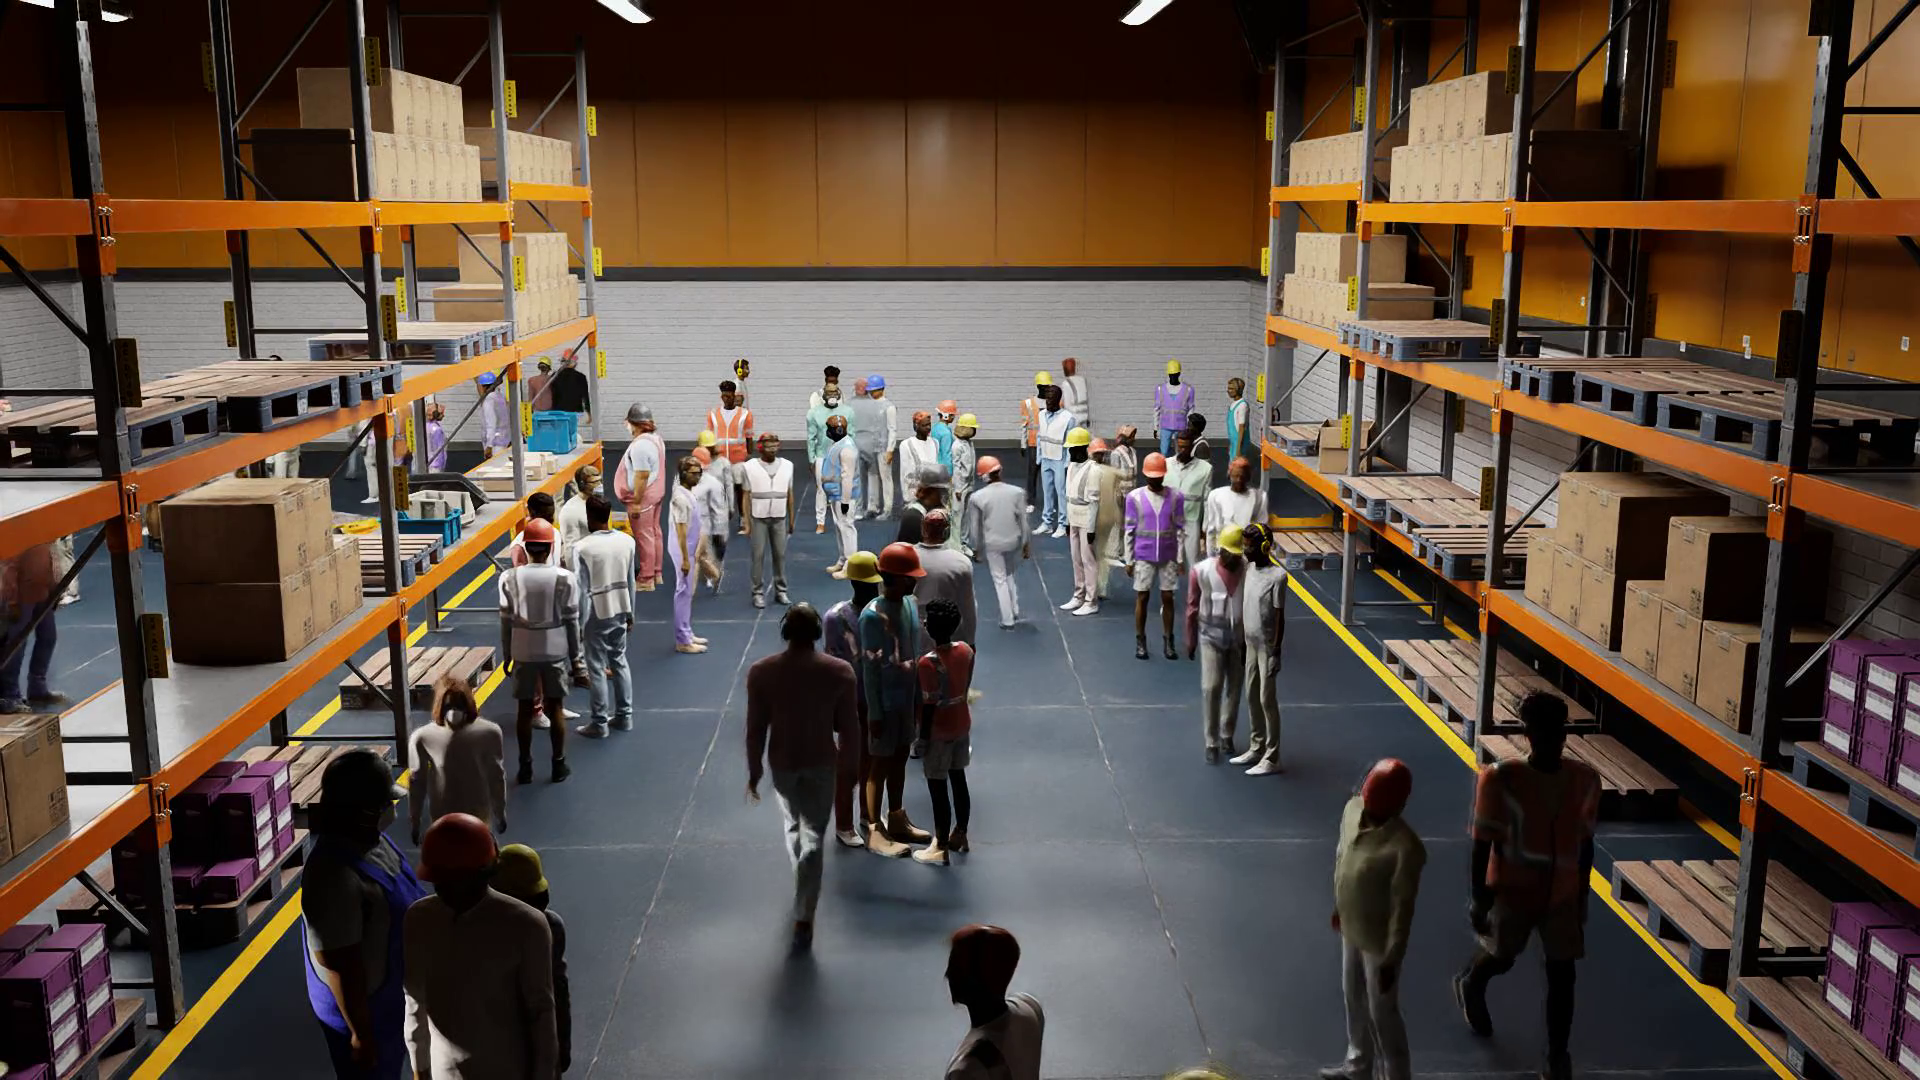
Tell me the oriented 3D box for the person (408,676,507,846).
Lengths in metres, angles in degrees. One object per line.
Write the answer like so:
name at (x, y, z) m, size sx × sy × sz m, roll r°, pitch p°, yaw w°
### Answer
person at (-2.771, 1.503, 9.216) m, size 0.514 × 1.613 × 0.791 m, roll -3°, pitch 12°, yaw -13°

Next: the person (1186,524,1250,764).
person at (2.008, 0.771, 12.358) m, size 0.607 × 1.796 × 0.735 m, roll 0°, pitch 11°, yaw 0°

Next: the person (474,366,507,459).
person at (-7.662, -2.354, 27.434) m, size 0.538 × 2.000 × 0.684 m, roll 3°, pitch 12°, yaw 17°

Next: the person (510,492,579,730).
person at (-3.332, 0.554, 13.199) m, size 0.398 × 1.909 × 0.599 m, roll 3°, pitch 12°, yaw 16°

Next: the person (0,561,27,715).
person at (-7.830, 0.456, 13.535) m, size 0.368 × 1.961 × 0.613 m, roll -1°, pitch 11°, yaw -6°

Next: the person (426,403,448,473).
person at (-6.760, -0.954, 21.450) m, size 0.313 × 1.631 × 0.526 m, roll -8°, pitch 14°, yaw -34°

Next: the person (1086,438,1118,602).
person at (1.417, -0.205, 17.458) m, size 0.568 × 1.724 × 0.427 m, roll -9°, pitch 15°, yaw -39°

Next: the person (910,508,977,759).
person at (-0.178, 0.707, 12.425) m, size 0.655 × 1.906 × 0.407 m, roll 3°, pitch 12°, yaw 16°

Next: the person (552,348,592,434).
person at (-6.090, -2.020, 25.995) m, size 0.633 × 1.956 × 0.994 m, roll 4°, pitch 12°, yaw 20°

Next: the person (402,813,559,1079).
person at (-1.760, 1.934, 6.081) m, size 0.616 × 1.986 × 0.407 m, roll 3°, pitch 12°, yaw 14°

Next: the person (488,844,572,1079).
person at (-1.695, 1.995, 6.410) m, size 0.484 × 1.737 × 0.317 m, roll -11°, pitch 16°, yaw -43°

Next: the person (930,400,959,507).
person at (-0.186, -0.895, 20.877) m, size 0.349 × 1.740 × 0.575 m, roll -3°, pitch 12°, yaw -15°

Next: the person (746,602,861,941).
person at (-0.897, 1.286, 9.575) m, size 0.644 × 1.890 × 1.046 m, roll 0°, pitch 11°, yaw 2°

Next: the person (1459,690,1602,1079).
person at (2.676, 1.612, 7.872) m, size 0.620 × 1.926 × 0.908 m, roll -1°, pitch 11°, yaw -4°

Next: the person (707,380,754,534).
person at (-2.913, -1.046, 21.067) m, size 0.607 × 1.966 × 0.367 m, roll 0°, pitch 11°, yaw 2°

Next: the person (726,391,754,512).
person at (-3.049, -1.216, 22.743) m, size 0.525 × 1.636 × 0.307 m, roll -10°, pitch 15°, yaw -41°

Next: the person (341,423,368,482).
person at (-9.059, -1.728, 25.072) m, size 0.787 × 1.731 × 0.537 m, roll 10°, pitch 15°, yaw 40°

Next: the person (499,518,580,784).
person at (-3.007, 0.797, 11.940) m, size 0.551 × 1.924 × 0.397 m, roll -2°, pitch 11°, yaw -11°

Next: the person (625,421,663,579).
person at (-3.513, -0.521, 18.521) m, size 0.385 × 1.932 × 0.543 m, roll -3°, pitch 12°, yaw -13°

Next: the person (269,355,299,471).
person at (-10.270, -1.835, 25.138) m, size 0.382 × 1.919 × 0.596 m, roll 10°, pitch 15°, yaw 41°

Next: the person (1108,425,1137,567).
person at (1.884, -0.512, 19.233) m, size 0.313 × 1.637 × 0.515 m, roll 7°, pitch 13°, yaw 32°

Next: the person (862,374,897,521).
person at (-1.084, -1.226, 22.019) m, size 0.395 × 1.945 × 0.602 m, roll -10°, pitch 15°, yaw -42°

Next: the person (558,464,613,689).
person at (-3.194, 0.303, 14.371) m, size 0.373 × 1.940 × 0.627 m, roll 3°, pitch 12°, yaw 17°

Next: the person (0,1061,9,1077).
person at (-2.942, 2.283, 4.966) m, size 0.353 × 1.734 × 0.496 m, roll -9°, pitch 14°, yaw -38°

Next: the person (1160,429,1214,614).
person at (2.271, -0.182, 16.878) m, size 0.592 × 1.911 × 0.387 m, roll 4°, pitch 12°, yaw 19°

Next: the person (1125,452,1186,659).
person at (1.784, 0.146, 15.199) m, size 0.553 × 1.924 × 0.391 m, roll 0°, pitch 11°, yaw -1°

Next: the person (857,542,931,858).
person at (-0.398, 1.008, 10.600) m, size 0.406 × 2.036 × 0.606 m, roll 6°, pitch 13°, yaw 27°

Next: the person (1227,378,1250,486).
person at (3.772, -1.295, 22.654) m, size 0.341 × 1.839 × 0.501 m, roll 0°, pitch 11°, yaw -1°

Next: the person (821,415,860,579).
person at (-1.338, -0.491, 18.632) m, size 0.430 × 1.837 × 0.629 m, roll -3°, pitch 12°, yaw -16°

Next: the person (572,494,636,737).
person at (-2.771, 0.589, 13.025) m, size 0.401 × 1.908 × 0.598 m, roll 8°, pitch 14°, yaw 34°

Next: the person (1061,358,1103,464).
person at (1.825, -1.852, 25.392) m, size 0.610 × 1.860 × 0.586 m, roll 9°, pitch 15°, yaw 39°

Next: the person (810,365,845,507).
person at (-1.802, -1.446, 23.088) m, size 0.380 × 1.958 × 0.601 m, roll 10°, pitch 15°, yaw 41°

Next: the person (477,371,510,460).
person at (-6.292, -1.316, 22.480) m, size 0.402 × 1.943 × 0.605 m, roll 0°, pitch 11°, yaw 2°
